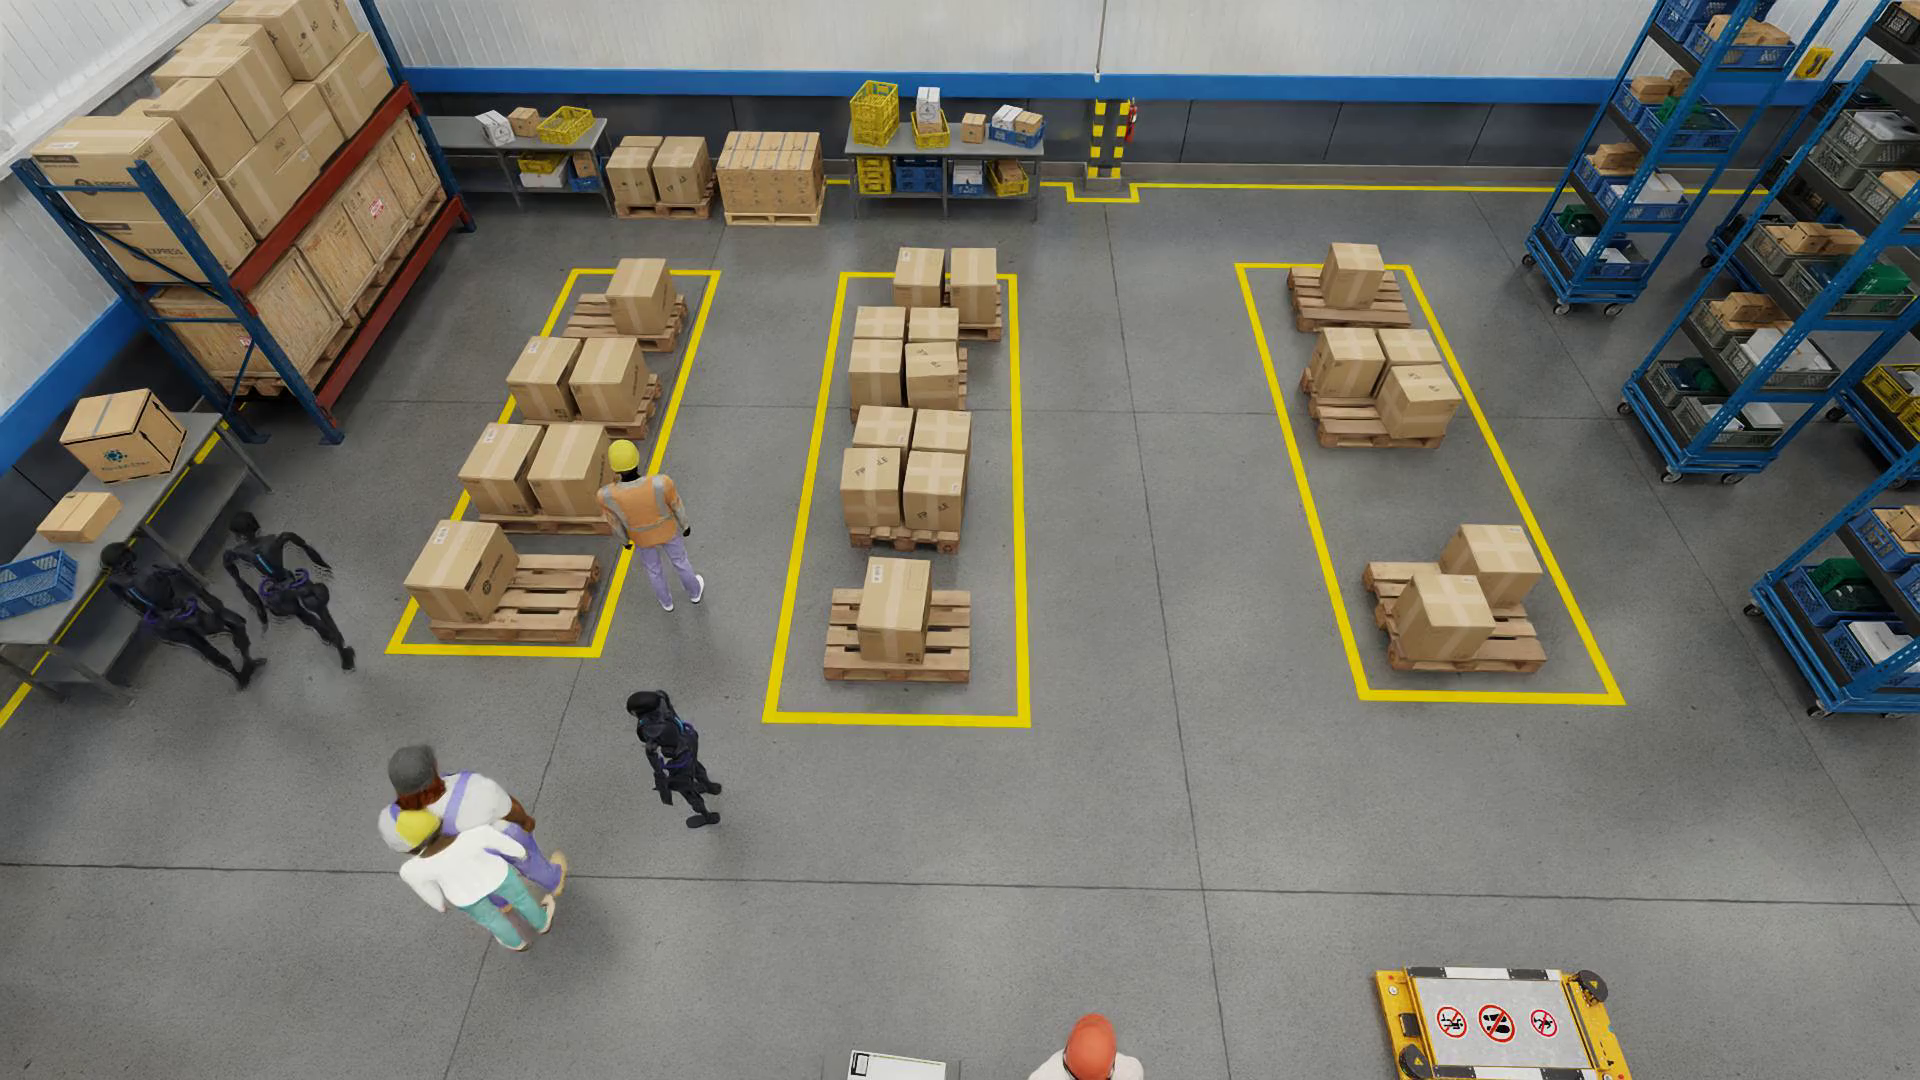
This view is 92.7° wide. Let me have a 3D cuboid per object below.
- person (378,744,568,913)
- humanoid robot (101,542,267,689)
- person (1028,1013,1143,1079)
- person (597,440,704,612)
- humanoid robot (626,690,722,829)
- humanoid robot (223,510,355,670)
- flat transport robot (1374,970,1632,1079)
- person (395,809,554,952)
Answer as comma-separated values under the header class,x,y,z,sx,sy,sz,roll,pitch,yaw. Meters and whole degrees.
class,x,y,z,sx,sy,sz,roll,pitch,yaw
person,-3.094,1.831,5.851,0.685,2.000,0.538,-17,53,-13
humanoid robot,-5.976,0.580,7.106,0.627,1.651,0.403,-12,52,-9
person,0.619,2.967,4.955,0.621,1.990,0.388,-7,51,-6
person,-2.510,-0.086,7.486,0.586,1.927,0.359,-15,52,-12
humanoid robot,-1.975,1.505,6.349,0.318,1.653,0.554,-3,51,-2
humanoid robot,-5.316,0.374,7.287,0.577,1.630,0.713,-21,54,-16
flat transport robot,3.501,3.133,5.914,1.431,0.197,0.652,1,51,1
person,-3.047,2.125,5.797,0.569,1.758,0.356,-32,58,-23
